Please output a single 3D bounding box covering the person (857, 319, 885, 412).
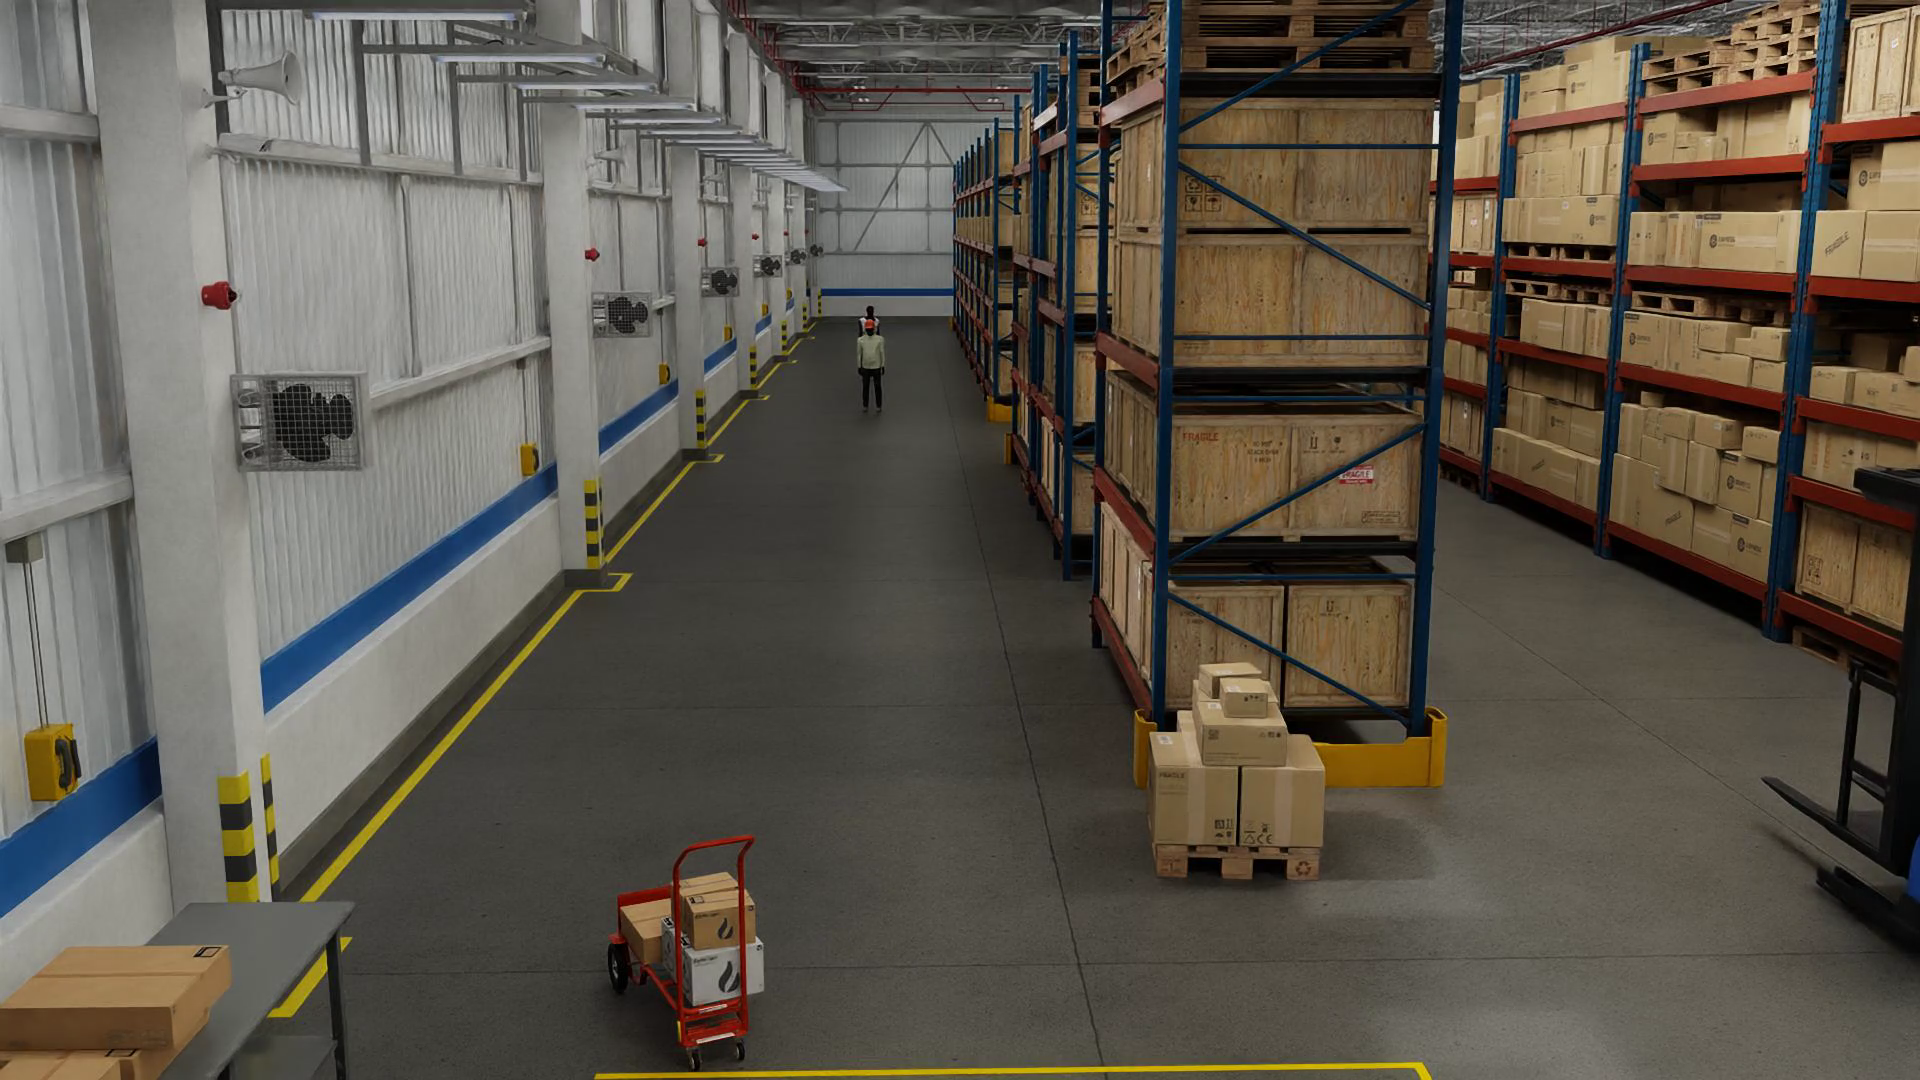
[{"bbox_3d":[-1.900,-3.717,35.527,0.617,1.989,0.402,0,11,2],"label":"person"}]

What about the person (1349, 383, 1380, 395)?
[{"bbox_3d":[7.734,-2.889,31.685,0.934,1.798,0.599,9,14,41],"label":"person"}]

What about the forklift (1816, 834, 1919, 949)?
[{"bbox_3d":[5.830,0.928,9.021,1.129,2.768,1.873,0,11,-2],"label":"forklift"}]

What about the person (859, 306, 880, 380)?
[{"bbox_3d":[-2.326,-5.061,42.724,0.591,1.910,0.392,-6,12,-28],"label":"person"}]

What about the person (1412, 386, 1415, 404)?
[{"bbox_3d":[9.236,-3.114,33.362,0.658,1.609,0.525,0,11,0],"label":"person"}]
